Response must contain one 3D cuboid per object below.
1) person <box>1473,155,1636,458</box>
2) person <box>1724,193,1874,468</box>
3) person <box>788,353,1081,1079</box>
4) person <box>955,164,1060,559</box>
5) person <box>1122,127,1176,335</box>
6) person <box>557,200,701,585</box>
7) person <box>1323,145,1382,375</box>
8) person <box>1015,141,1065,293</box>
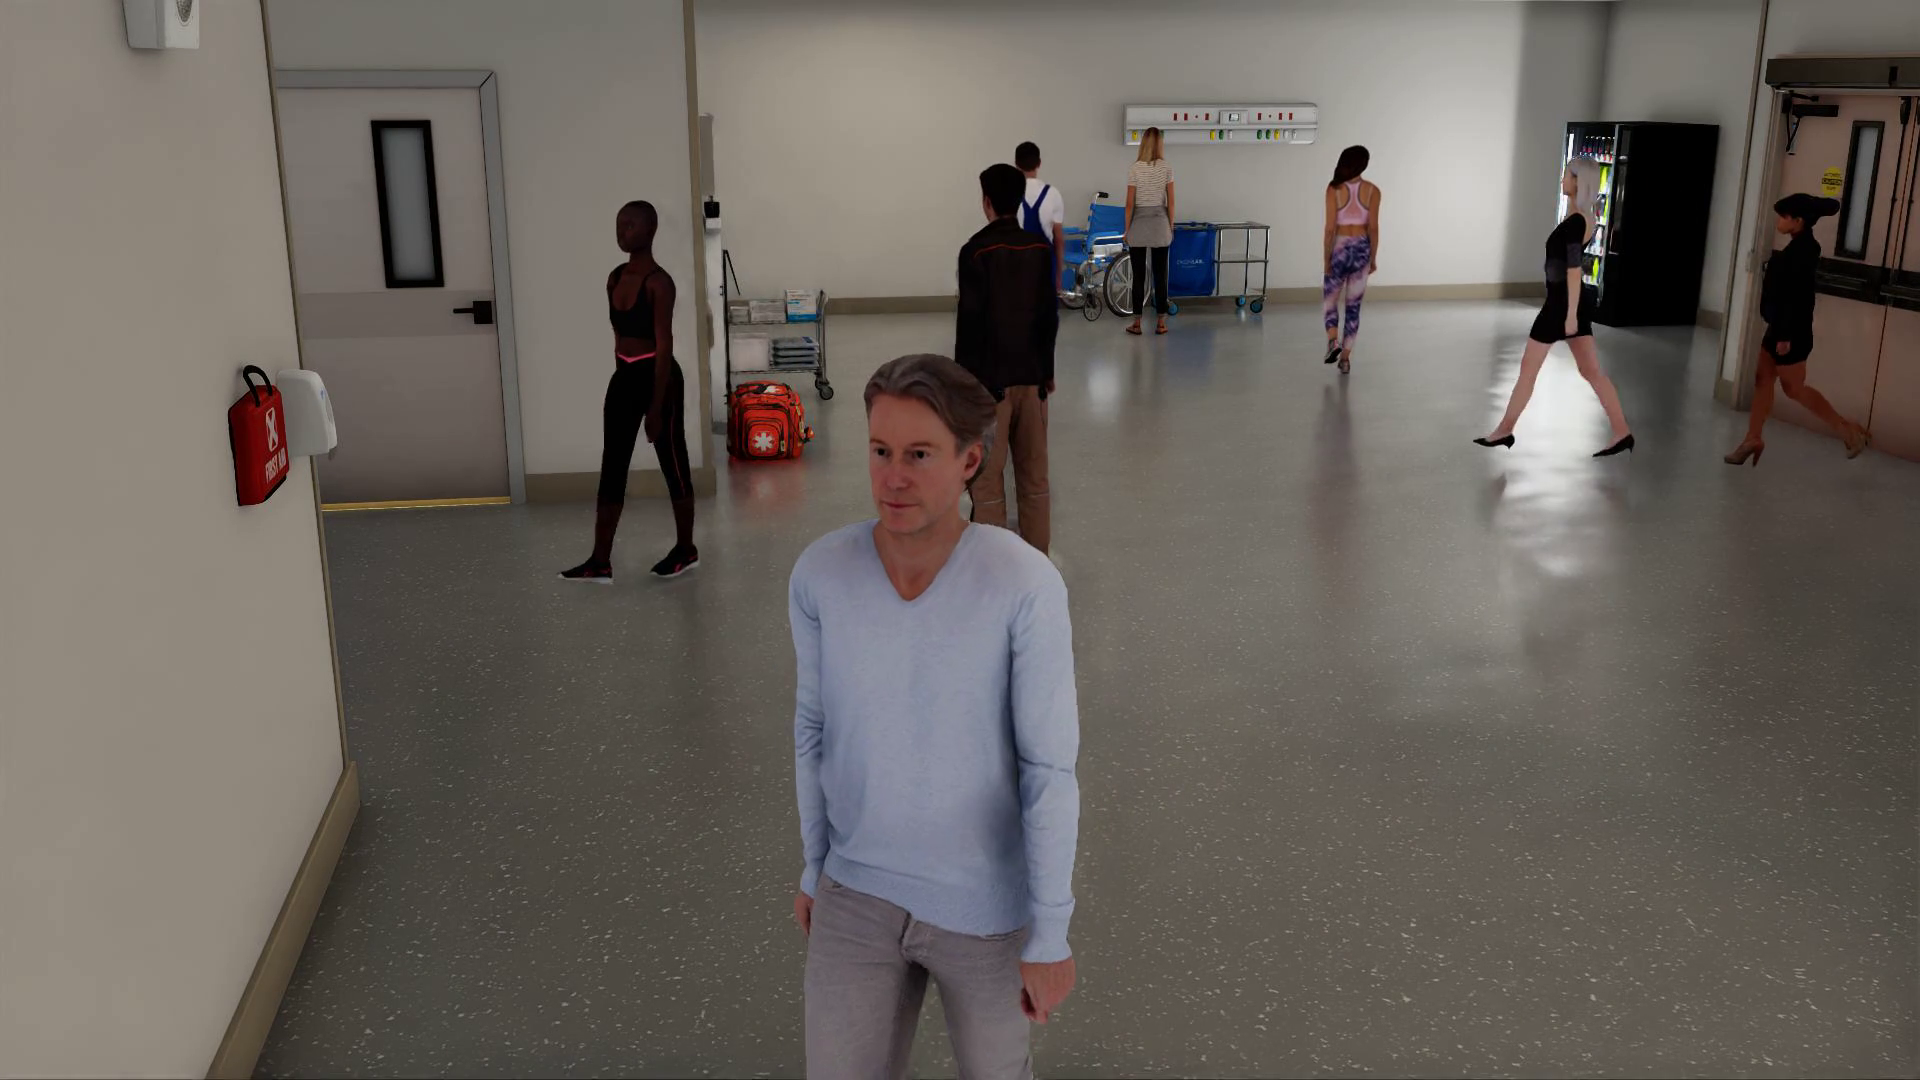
[{"bbox_3d":[3.712,-1.324,9.888,1.178,1.781,1.136,10,19,31],"label":"person"},{"bbox_3d":[4.870,-1.140,9.589,1.002,1.590,0.996,9,18,29],"label":"person"},{"bbox_3d":[-0.019,0.615,2.904,1.039,1.839,1.308,4,16,14],"label":"person"},{"bbox_3d":[0.191,-0.684,7.358,0.781,1.924,0.737,-10,18,-31],"label":"person"},{"bbox_3d":[1.701,-2.772,14.945,0.638,1.826,0.555,-1,16,-4],"label":"person"},{"bbox_3d":[-1.354,-0.664,7.629,1.024,1.739,1.083,11,19,34],"label":"person"},{"bbox_3d":[3.018,-2.144,12.845,0.708,1.756,0.808,2,16,8],"label":"person"},{"bbox_3d":[0.505,-1.796,11.524,0.834,1.803,1.309,1,16,3],"label":"person"}]
